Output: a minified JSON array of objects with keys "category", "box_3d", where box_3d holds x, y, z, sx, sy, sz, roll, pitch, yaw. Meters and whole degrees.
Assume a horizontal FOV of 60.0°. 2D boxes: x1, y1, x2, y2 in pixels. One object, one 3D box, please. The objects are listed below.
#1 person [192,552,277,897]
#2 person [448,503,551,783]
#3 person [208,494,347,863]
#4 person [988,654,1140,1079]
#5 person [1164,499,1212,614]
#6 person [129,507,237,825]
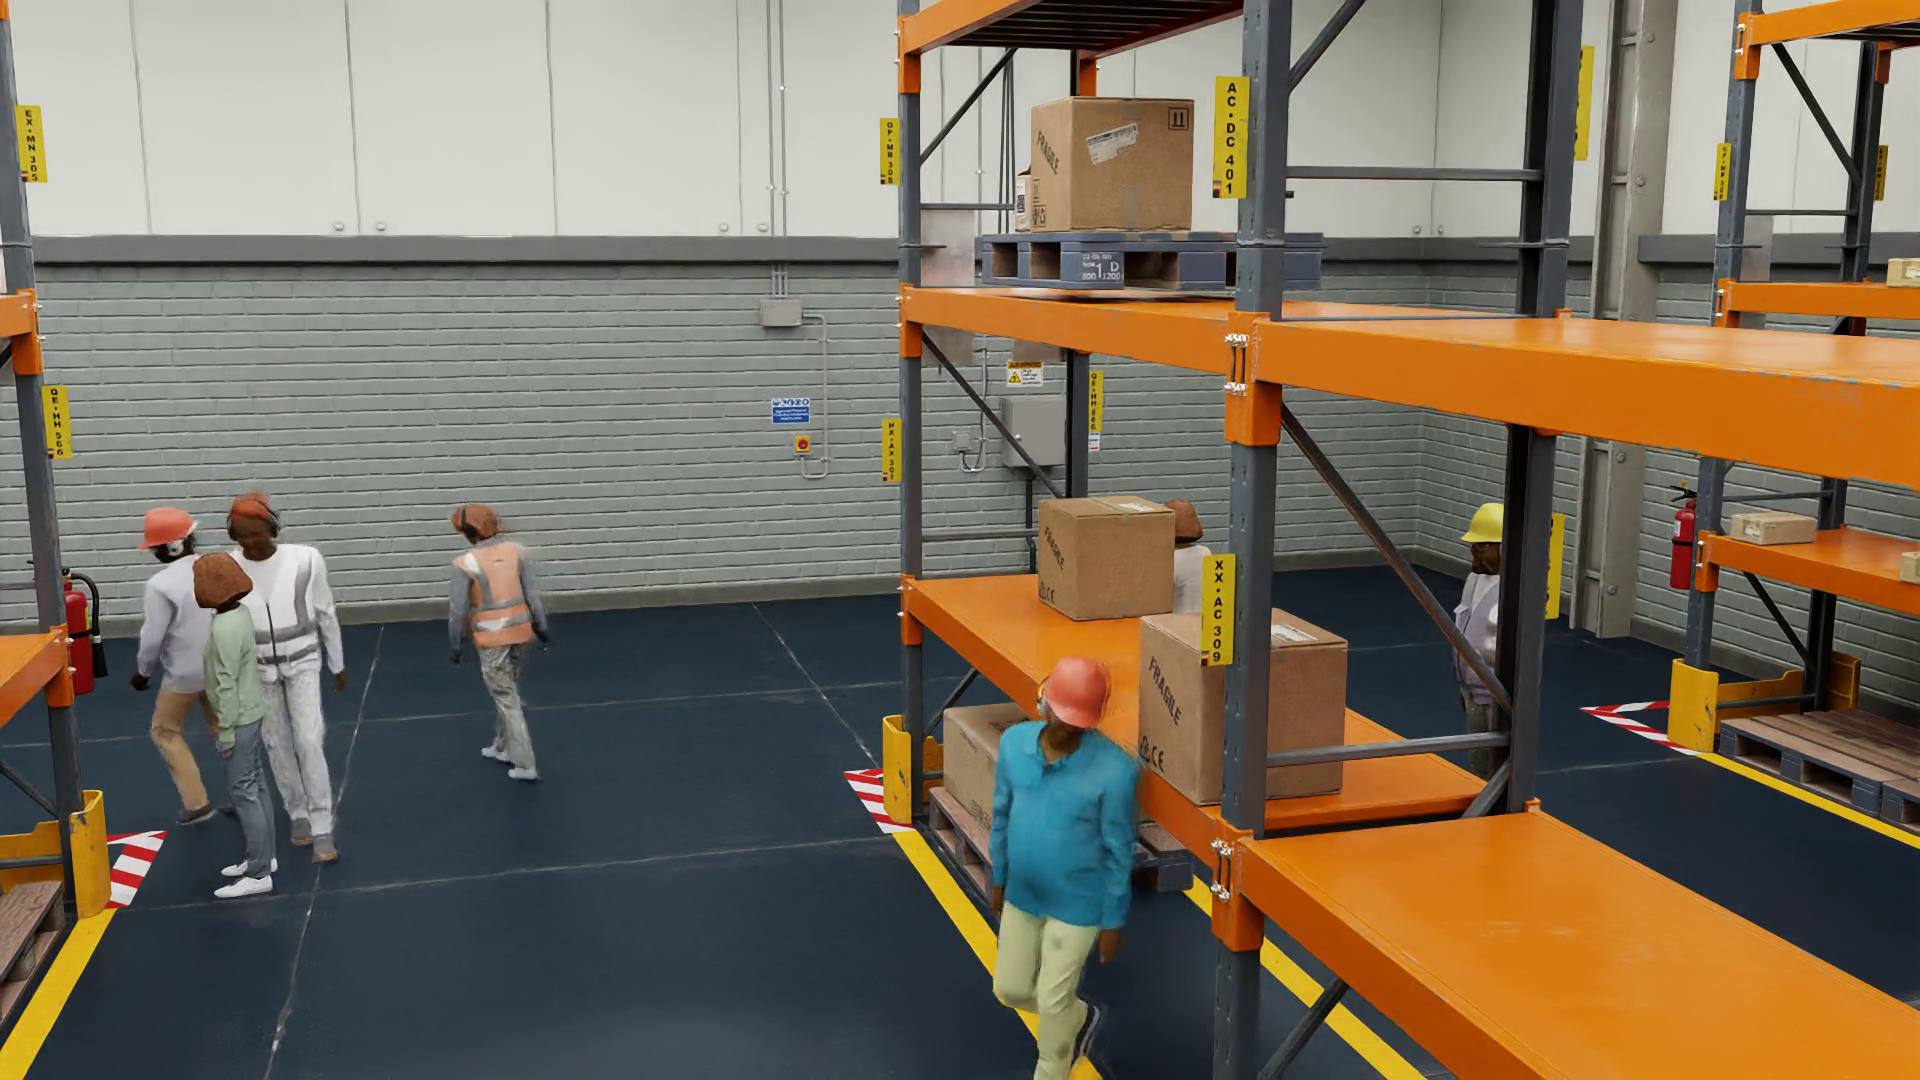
[{"category":"person","box_3d":[-3.426,0.859,7.859,0.277,1.627,0.502,-3,10,-16]},{"category":"person","box_3d":[-2.681,0.573,9.525,0.732,1.599,0.579,7,12,35]},{"category":"person","box_3d":[-3.372,0.684,8.230,0.625,1.843,0.783,-3,10,-16]},{"category":"person","box_3d":[0.369,1.192,5.693,0.573,1.714,0.497,8,13,40]},{"category":"person","box_3d":[1.238,0.584,9.401,0.285,1.634,0.499,9,14,43]},{"category":"person","box_3d":[-3.987,0.670,8.673,0.449,1.714,0.576,2,10,14]}]
